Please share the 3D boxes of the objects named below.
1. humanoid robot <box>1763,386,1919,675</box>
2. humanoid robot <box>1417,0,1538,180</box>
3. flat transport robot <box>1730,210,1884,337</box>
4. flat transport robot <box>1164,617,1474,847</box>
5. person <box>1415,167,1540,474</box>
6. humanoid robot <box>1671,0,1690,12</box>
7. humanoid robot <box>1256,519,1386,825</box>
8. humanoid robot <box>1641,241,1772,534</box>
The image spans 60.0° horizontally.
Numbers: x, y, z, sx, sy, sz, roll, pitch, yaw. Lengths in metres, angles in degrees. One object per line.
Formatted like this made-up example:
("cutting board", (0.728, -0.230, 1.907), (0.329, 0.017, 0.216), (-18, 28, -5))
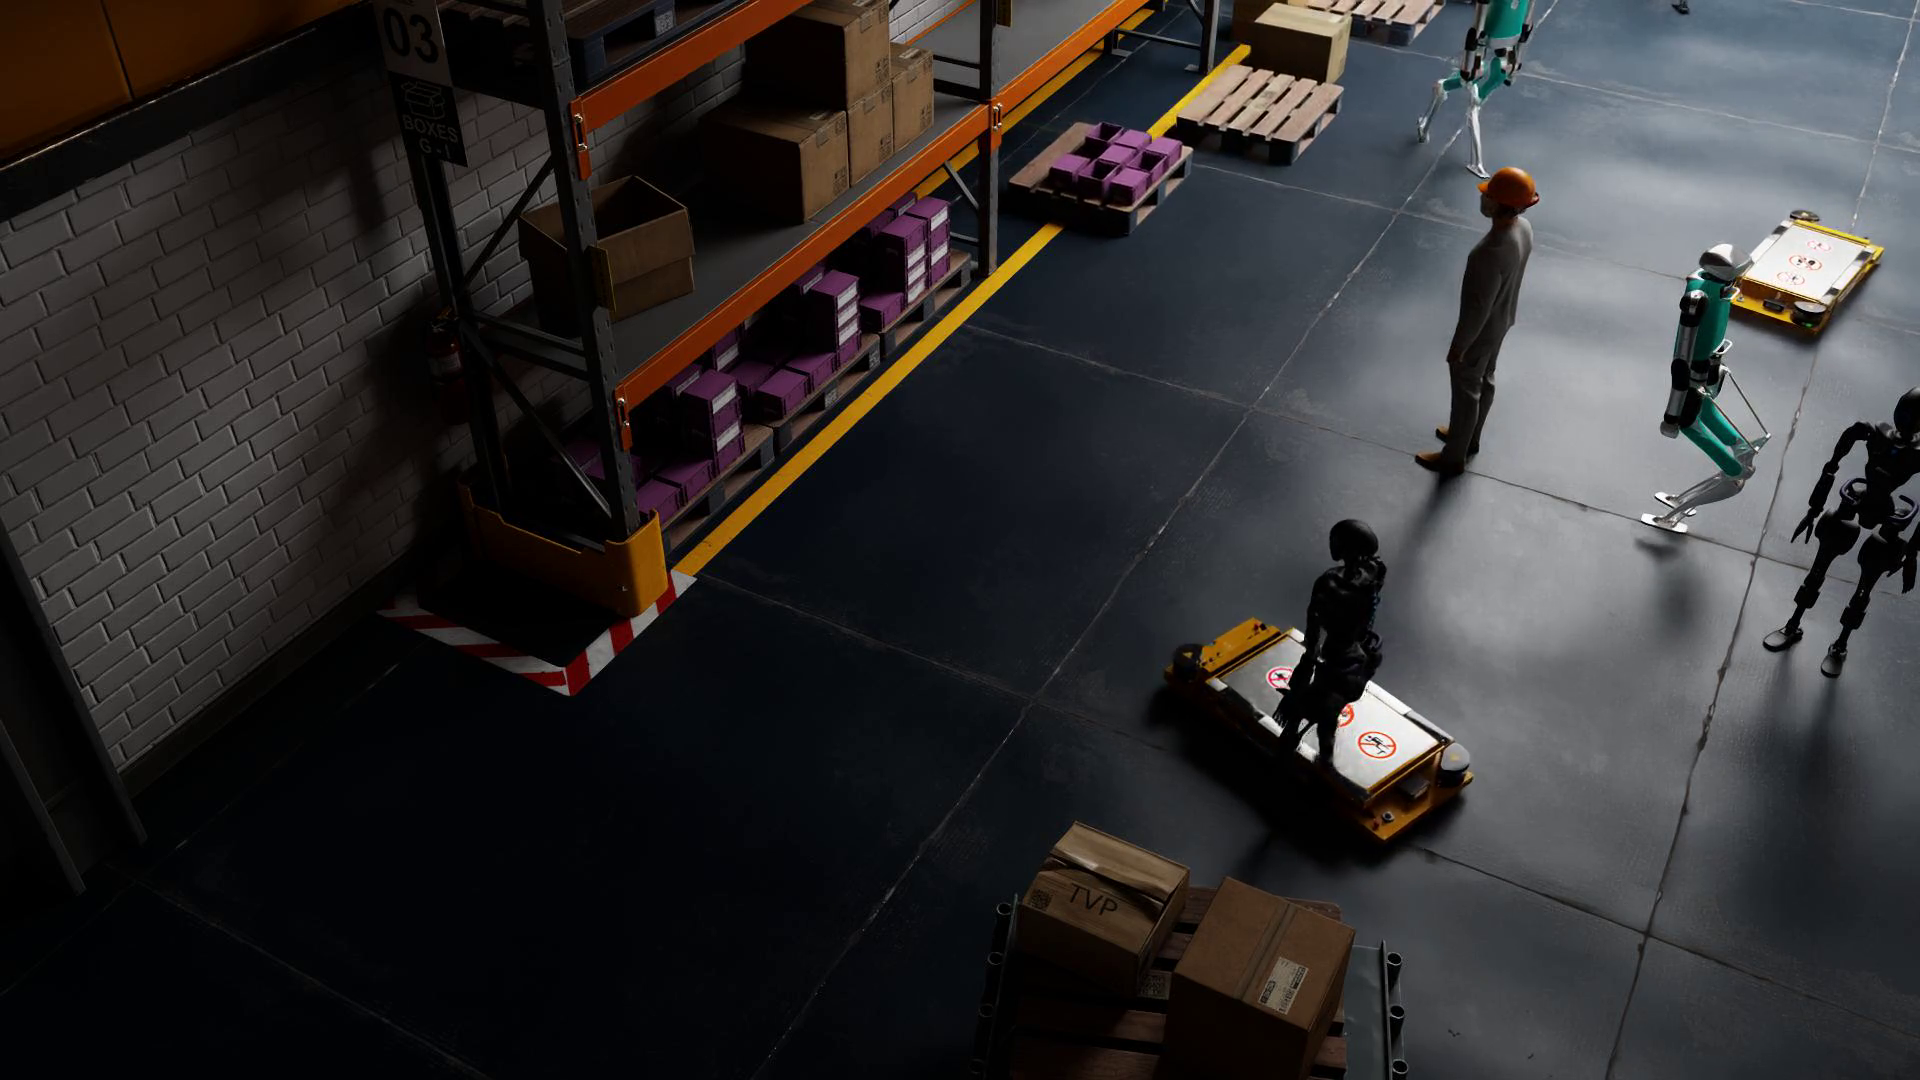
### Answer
("humanoid robot", (4.435, -0.046, 8.139), (0.315, 1.657, 0.599), (-31, 48, -33))
("humanoid robot", (3.894, -3.735, 12.726), (0.536, 1.781, 0.933), (-12, 40, -15))
("flat transport robot", (5.860, -1.866, 11.552), (0.659, 0.231, 1.431), (28, 46, 30))
("flat transport robot", (1.732, 0.874, 8.127), (0.659, 0.231, 1.431), (-26, 46, -29))
("person", (2.969, -1.242, 9.470), (0.344, 1.898, 0.581), (24, 45, 27))
("humanoid robot", (6.660, -5.773, 15.347), (0.600, 1.619, 0.790), (-6, 39, -8))
("humanoid robot", (1.648, 0.566, 7.381), (0.343, 1.642, 0.598), (31, 48, 33))
("humanoid robot", (4.076, -0.738, 8.860), (0.735, 1.677, 0.533), (28, 46, 30))
